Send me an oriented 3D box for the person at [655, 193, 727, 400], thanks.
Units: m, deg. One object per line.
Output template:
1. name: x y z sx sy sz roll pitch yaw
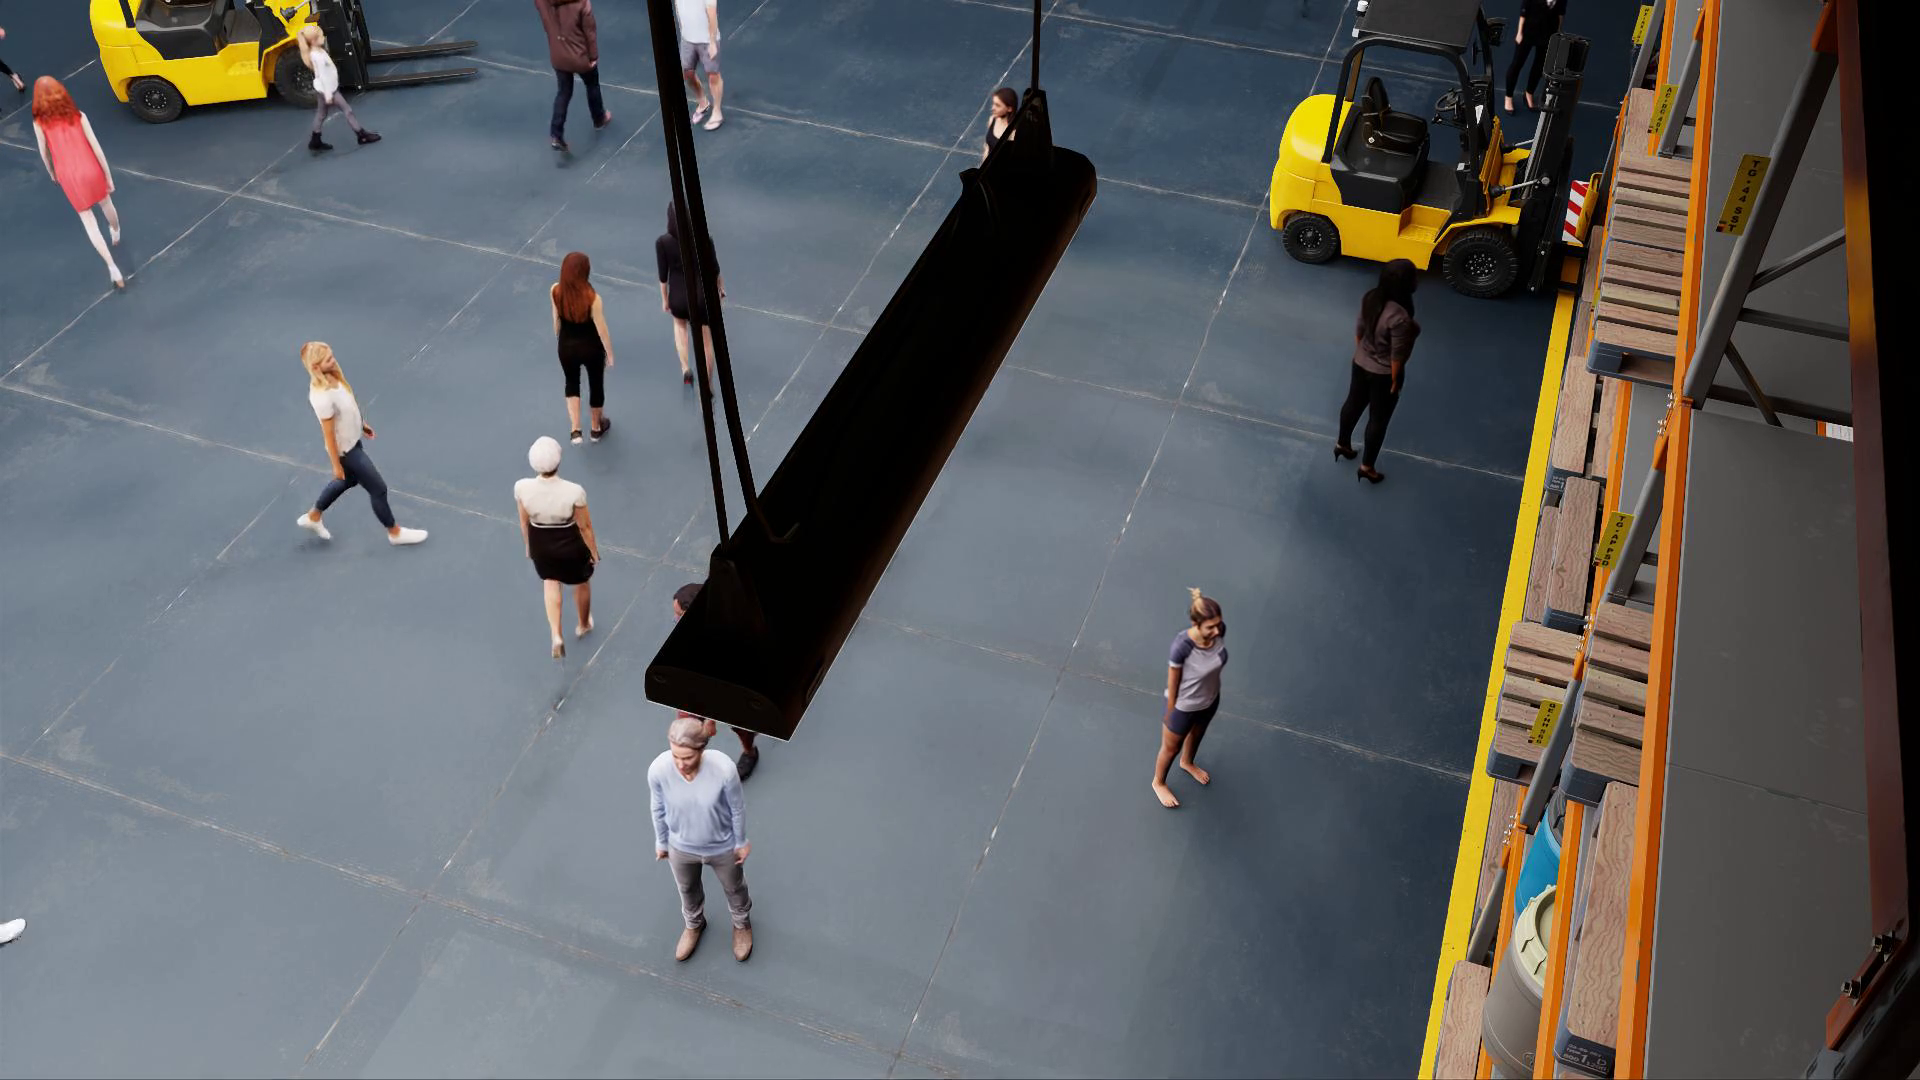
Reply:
1. person: -2.015 -1.748 12.525 0.713 1.791 0.730 -2 44 -2

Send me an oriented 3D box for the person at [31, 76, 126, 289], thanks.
1. person: -7.243 -2.912 13.756 1.110 1.779 1.114 -22 48 -21

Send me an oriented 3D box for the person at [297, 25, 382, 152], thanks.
1. person: -5.953 -4.177 15.463 0.944 1.255 0.820 -23 48 -22

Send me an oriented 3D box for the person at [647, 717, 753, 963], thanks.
1. person: -1.382 1.600 8.936 0.736 1.893 0.692 1 44 1

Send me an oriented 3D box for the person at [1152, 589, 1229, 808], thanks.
1. person: 1.376 0.925 9.840 0.612 1.624 0.717 -29 51 -27

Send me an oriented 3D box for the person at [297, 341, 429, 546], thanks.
1. person: -4.278 -0.622 11.347 1.043 1.785 1.105 -9 44 -9

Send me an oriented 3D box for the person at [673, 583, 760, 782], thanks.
1. person: -1.404 0.851 9.855 0.775 1.711 1.082 24 49 23

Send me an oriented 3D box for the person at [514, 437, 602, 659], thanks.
1. person: -2.569 0.117 10.606 0.788 1.738 0.930 0 44 0

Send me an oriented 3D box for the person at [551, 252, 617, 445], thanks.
1. person: -2.761 -1.346 12.171 0.716 1.697 0.794 3 44 3

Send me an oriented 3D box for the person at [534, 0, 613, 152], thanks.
1. person: -3.633 -4.453 15.353 0.797 1.807 1.182 10 45 11

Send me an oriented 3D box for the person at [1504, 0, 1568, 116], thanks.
1. person: 5.517 -4.866 15.894 0.679 1.658 0.689 -5 44 -6

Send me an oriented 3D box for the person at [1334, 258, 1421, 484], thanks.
1. person: 2.986 -1.212 11.926 0.800 1.840 0.743 -18 47 -18

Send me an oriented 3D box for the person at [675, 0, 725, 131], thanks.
1. person: -2.393 -4.768 15.675 0.641 1.819 0.607 16 46 16

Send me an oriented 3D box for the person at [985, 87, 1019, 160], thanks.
1. person: 0.367 -3.011 13.925 0.722 1.688 0.683 -25 49 -24
